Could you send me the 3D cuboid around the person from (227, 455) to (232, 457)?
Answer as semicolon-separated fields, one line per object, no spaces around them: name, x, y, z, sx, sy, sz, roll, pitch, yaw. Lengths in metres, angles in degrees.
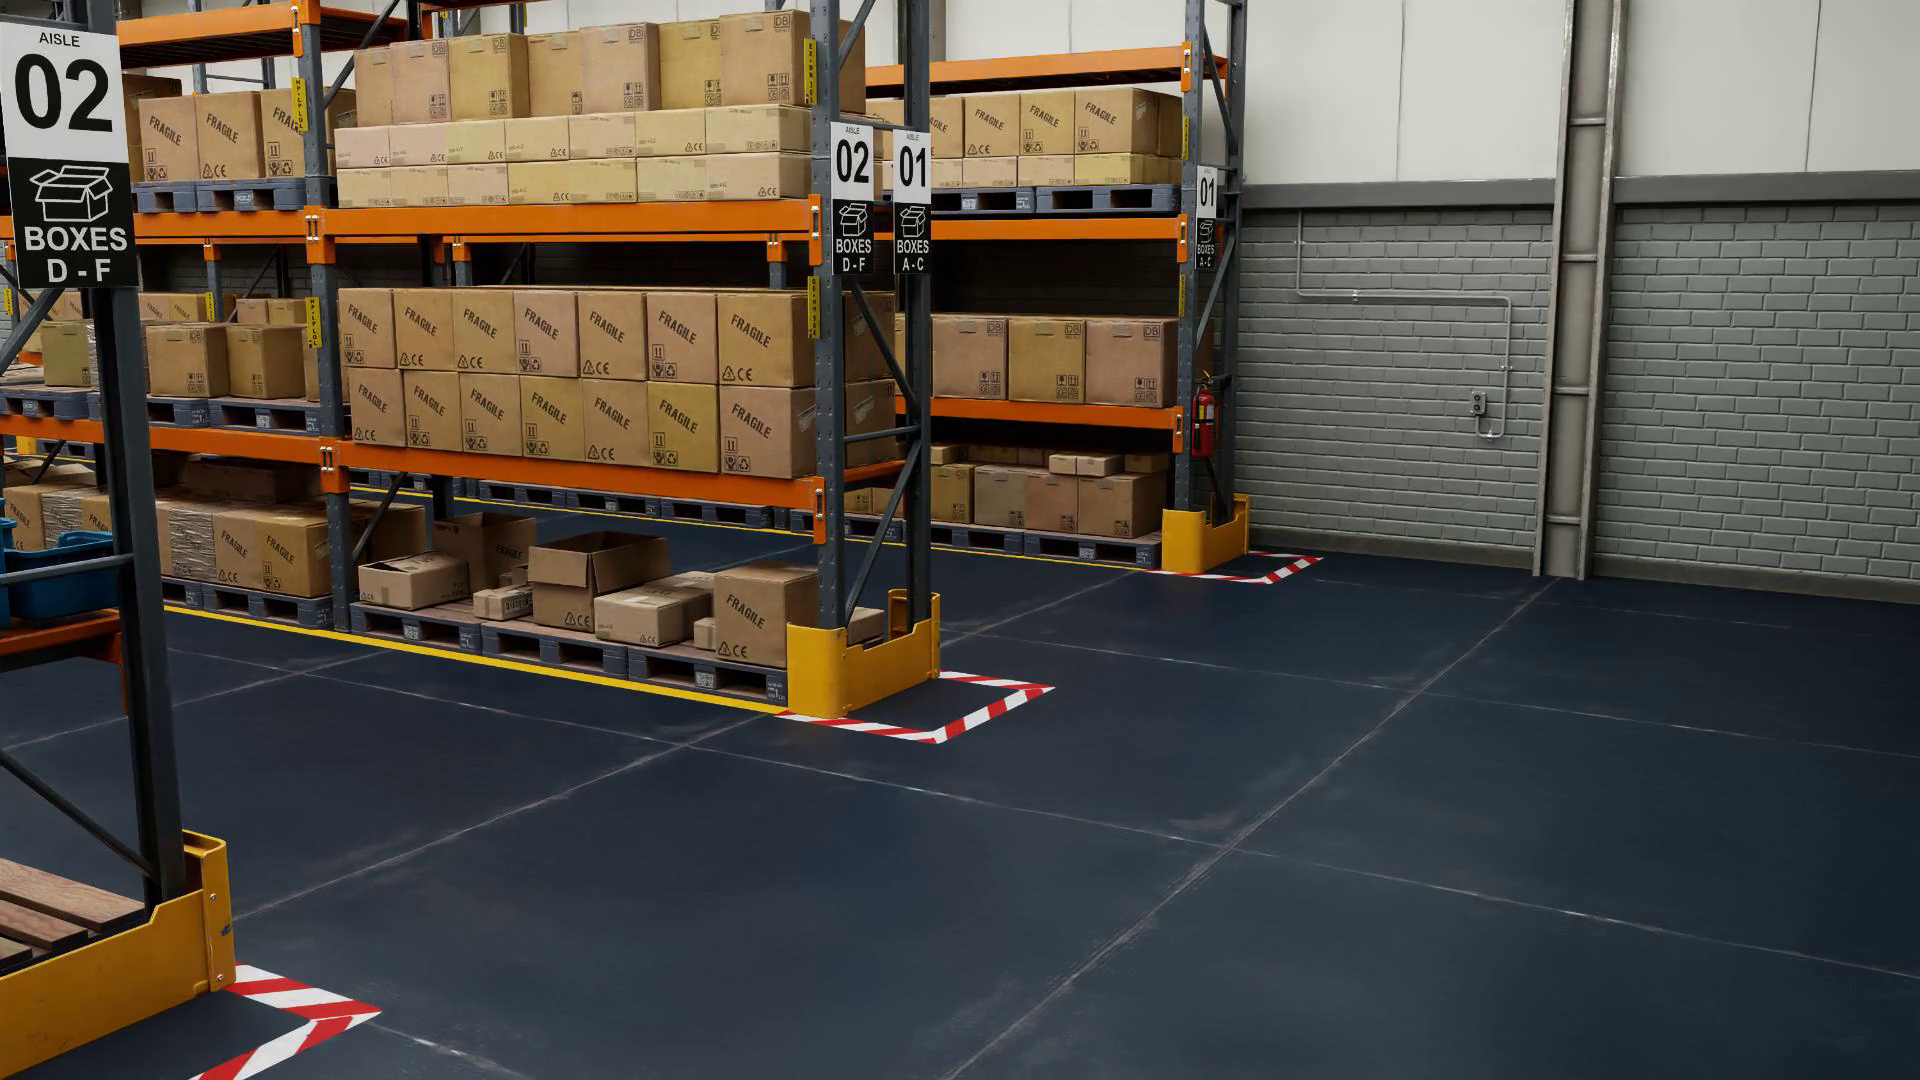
person;-6.930;-1.151;16.104;0.928;1.908;0.556;8;12;38
